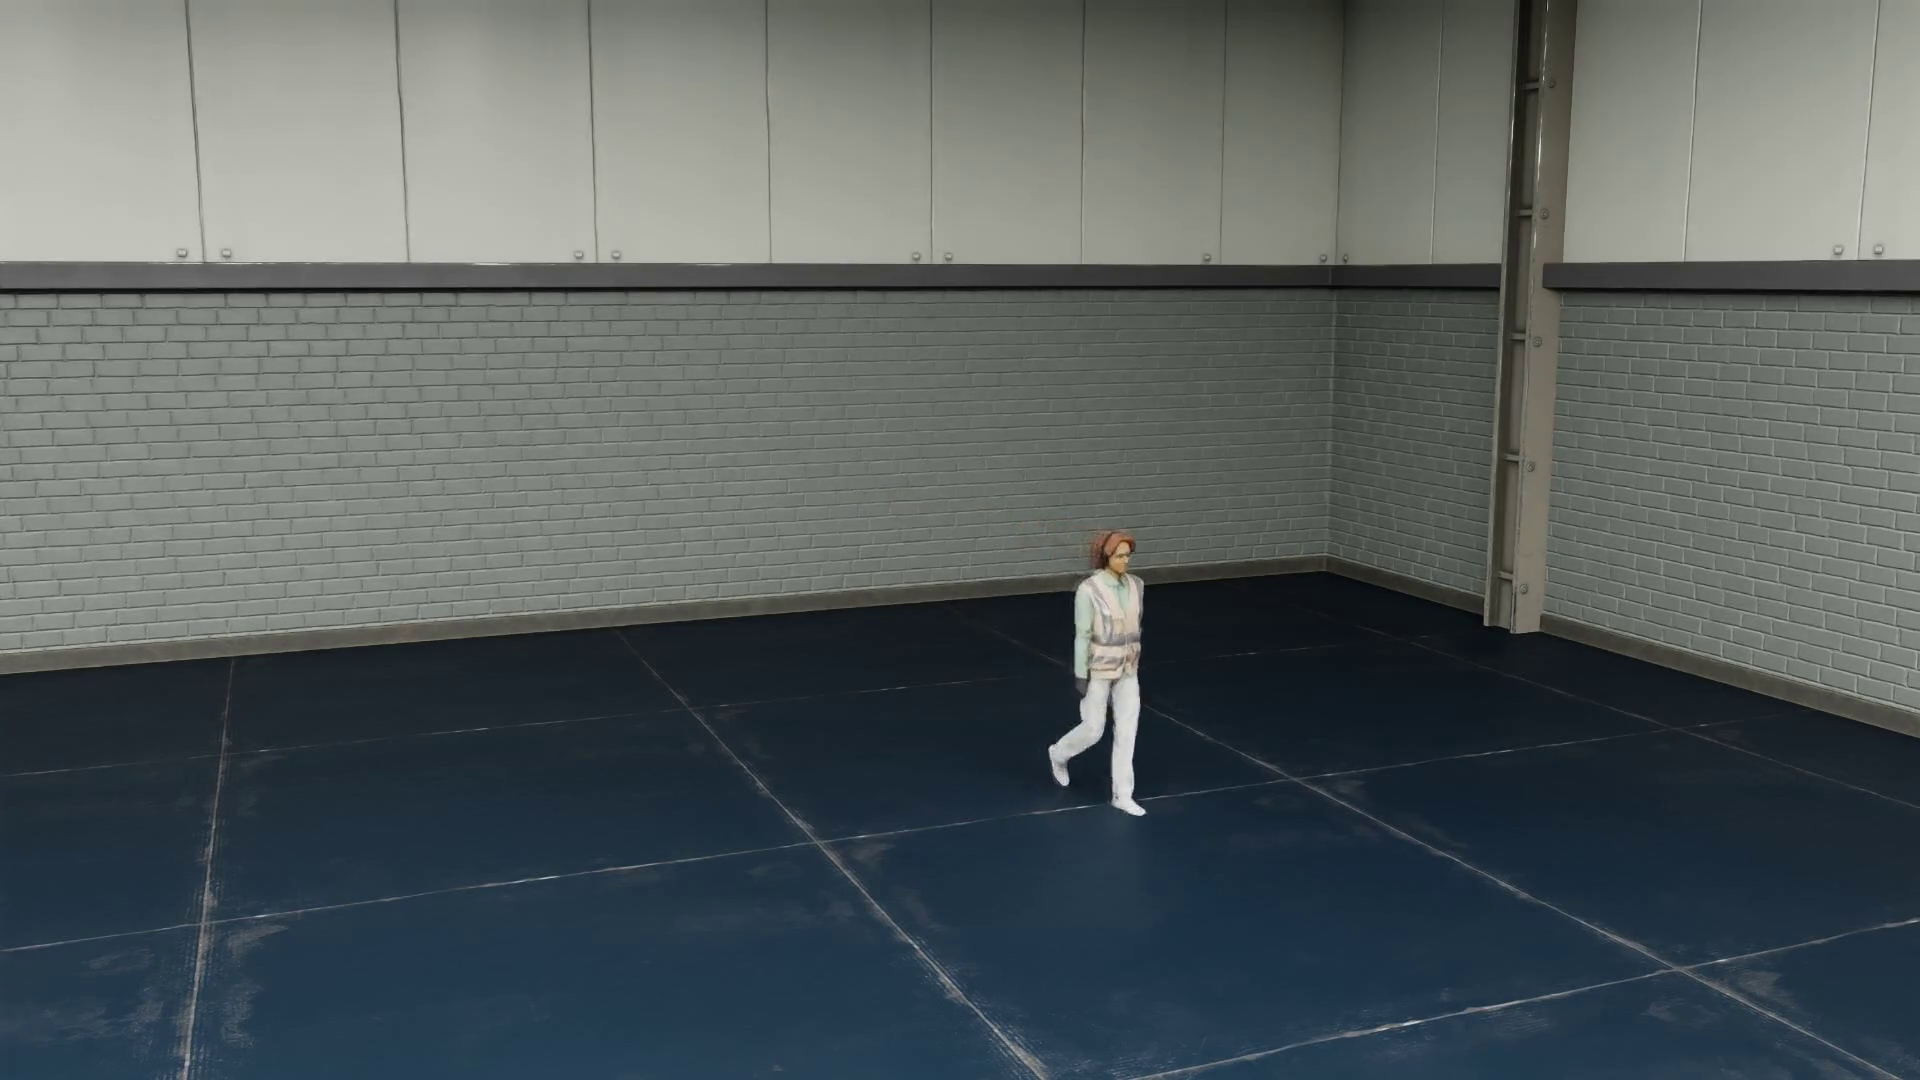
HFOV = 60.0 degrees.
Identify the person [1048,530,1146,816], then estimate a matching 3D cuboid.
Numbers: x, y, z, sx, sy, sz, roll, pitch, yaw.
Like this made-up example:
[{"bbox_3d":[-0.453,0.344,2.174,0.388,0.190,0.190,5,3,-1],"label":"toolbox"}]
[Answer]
[{"bbox_3d":[0.797,0.732,9.465,0.513,1.619,0.633,-7,11,-37],"label":"person"}]
